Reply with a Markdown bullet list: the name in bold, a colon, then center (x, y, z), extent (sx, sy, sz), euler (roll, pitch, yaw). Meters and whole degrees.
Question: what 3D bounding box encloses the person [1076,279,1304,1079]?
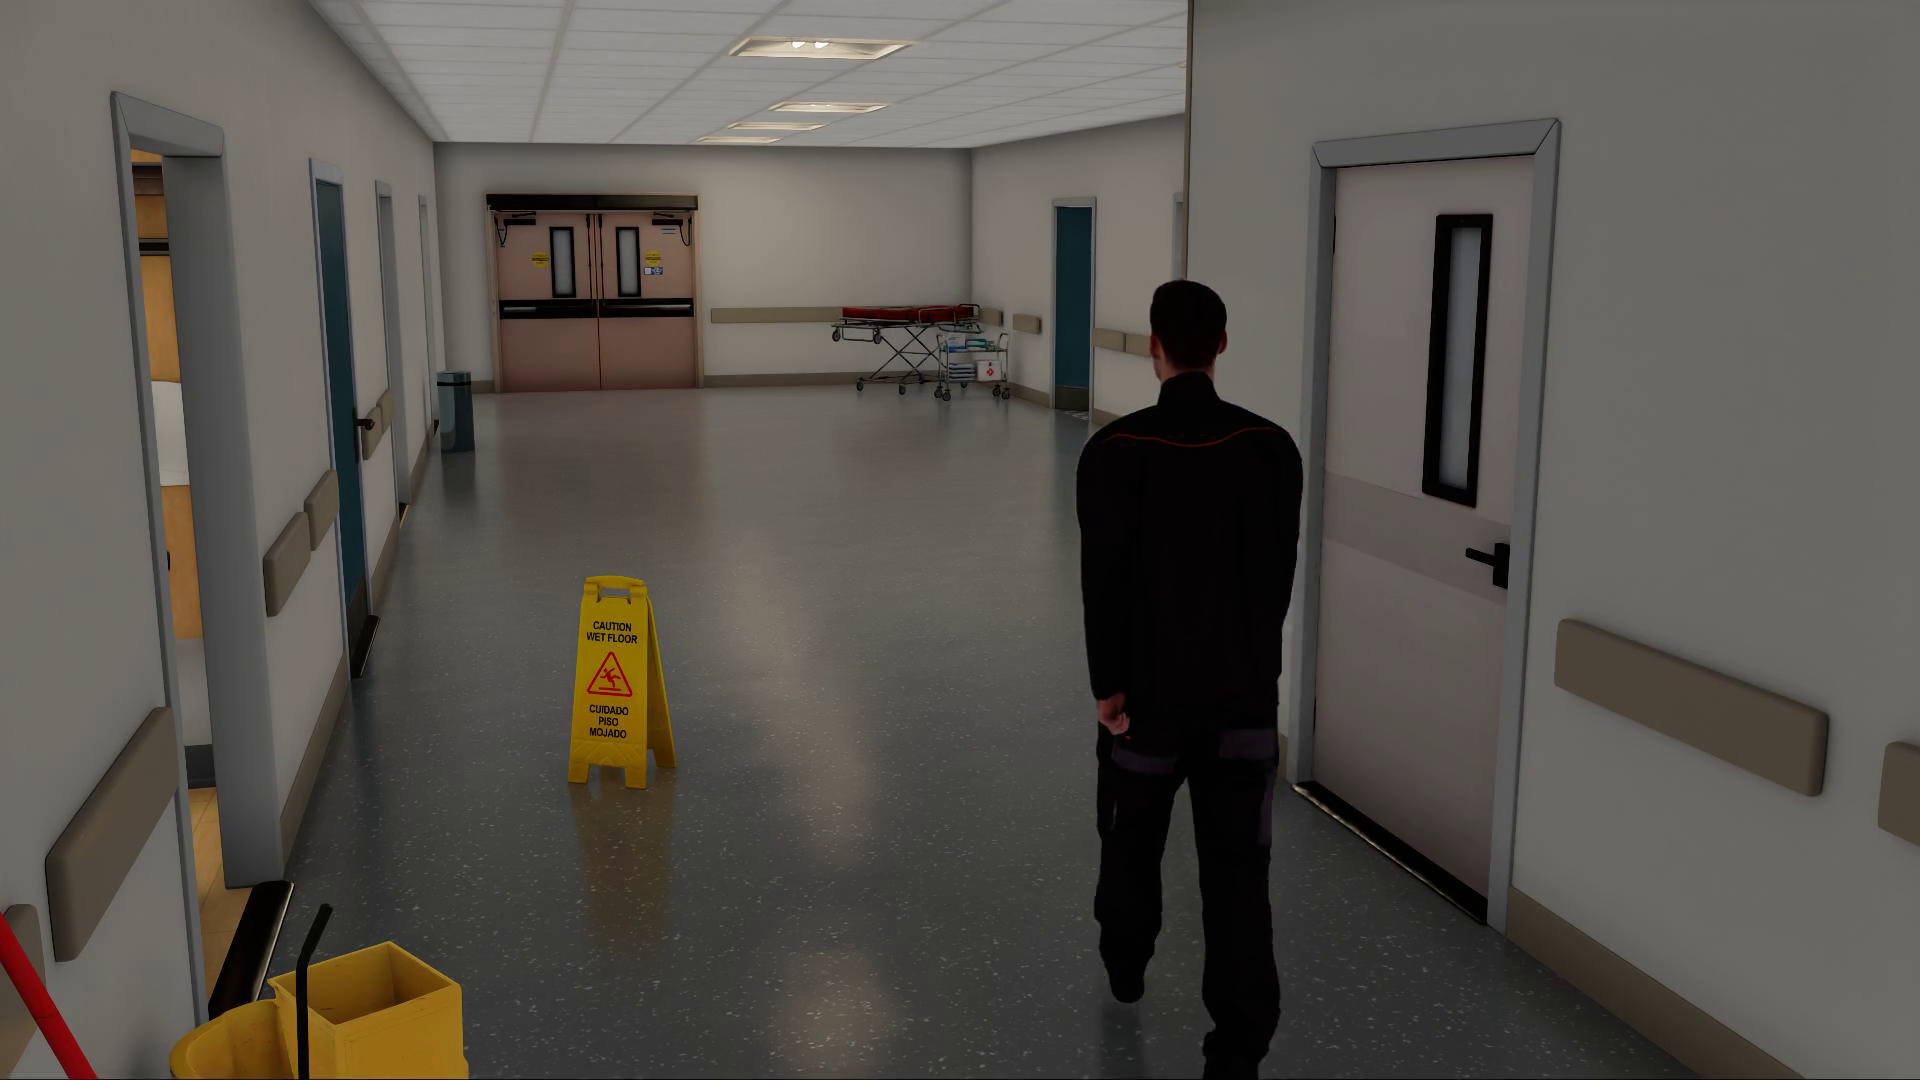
- **person**: center (0.559, 0.381, 3.846), extent (0.928, 1.871, 1.298), euler (0, 11, 1)
